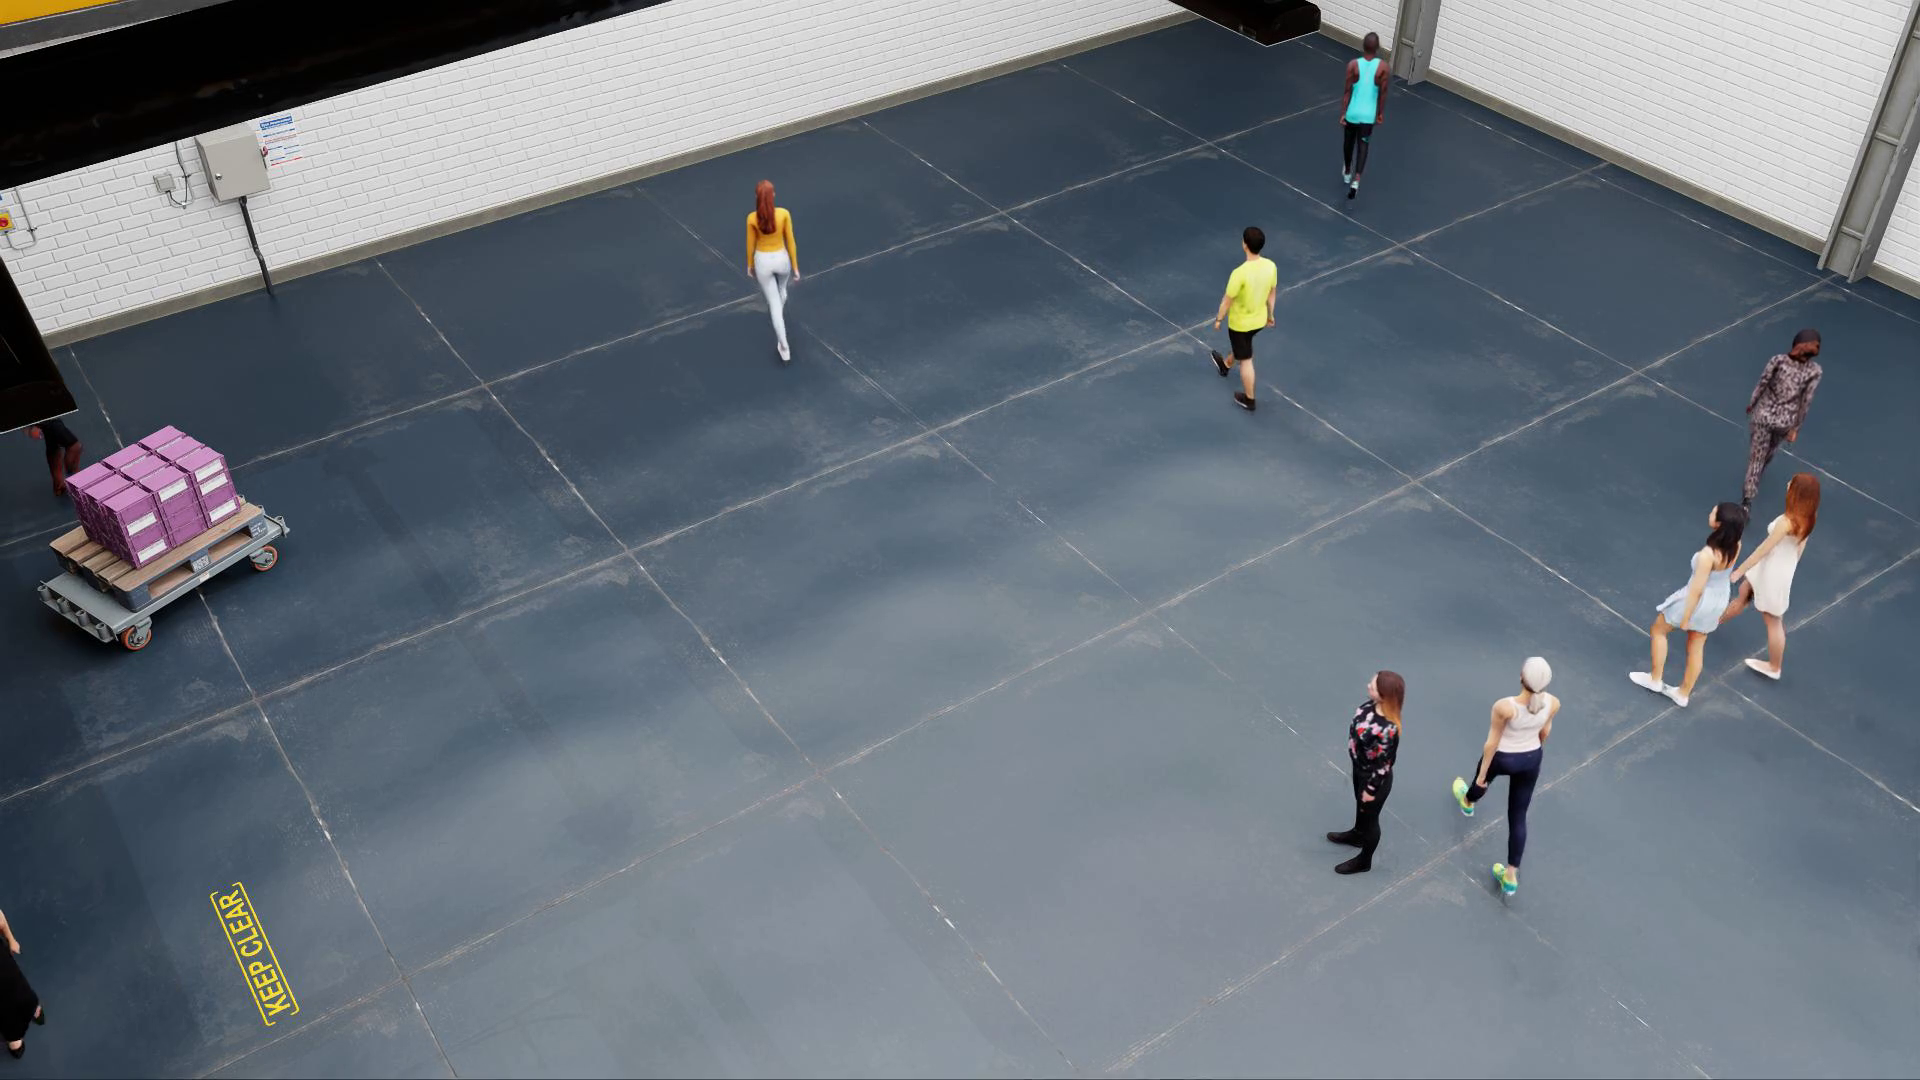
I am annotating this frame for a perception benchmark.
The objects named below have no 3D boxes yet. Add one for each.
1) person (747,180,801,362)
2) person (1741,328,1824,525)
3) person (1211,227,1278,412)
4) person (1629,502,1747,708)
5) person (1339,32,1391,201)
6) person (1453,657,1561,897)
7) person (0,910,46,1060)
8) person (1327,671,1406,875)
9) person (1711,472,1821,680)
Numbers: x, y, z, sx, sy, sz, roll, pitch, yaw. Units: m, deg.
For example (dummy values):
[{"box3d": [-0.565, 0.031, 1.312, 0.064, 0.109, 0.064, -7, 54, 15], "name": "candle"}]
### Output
[{"box3d": [-1.708, -2.452, 15.334, 0.890, 1.706, 1.210, -9, 40, -11], "name": "person"}, {"box3d": [6.559, -0.912, 13.431, 1.136, 1.673, 1.091, 12, 40, 15], "name": "person"}, {"box3d": [2.590, -1.916, 14.687, 0.700, 1.674, 1.041, -20, 43, -23], "name": "person"}, {"box3d": [5.253, 0.497, 11.631, 0.569, 1.718, 0.648, -22, 44, -25], "name": "person"}, {"box3d": [4.302, -4.533, 17.880, 1.117, 1.780, 1.159, 7, 39, 9], "name": "person"}, {"box3d": [3.496, 1.488, 10.445, 1.032, 1.650, 1.279, -3, 39, -4], "name": "person"}, {"box3d": [-5.600, 2.325, 9.442, 0.603, 1.593, 0.599, -20, 43, -23], "name": "person"}, {"box3d": [2.605, 1.444, 10.473, 0.712, 1.684, 0.633, 3, 39, 3], "name": "person"}, {"box3d": [5.918, 0.302, 11.913, 0.624, 1.670, 1.065, -28, 46, -30], "name": "person"}]
